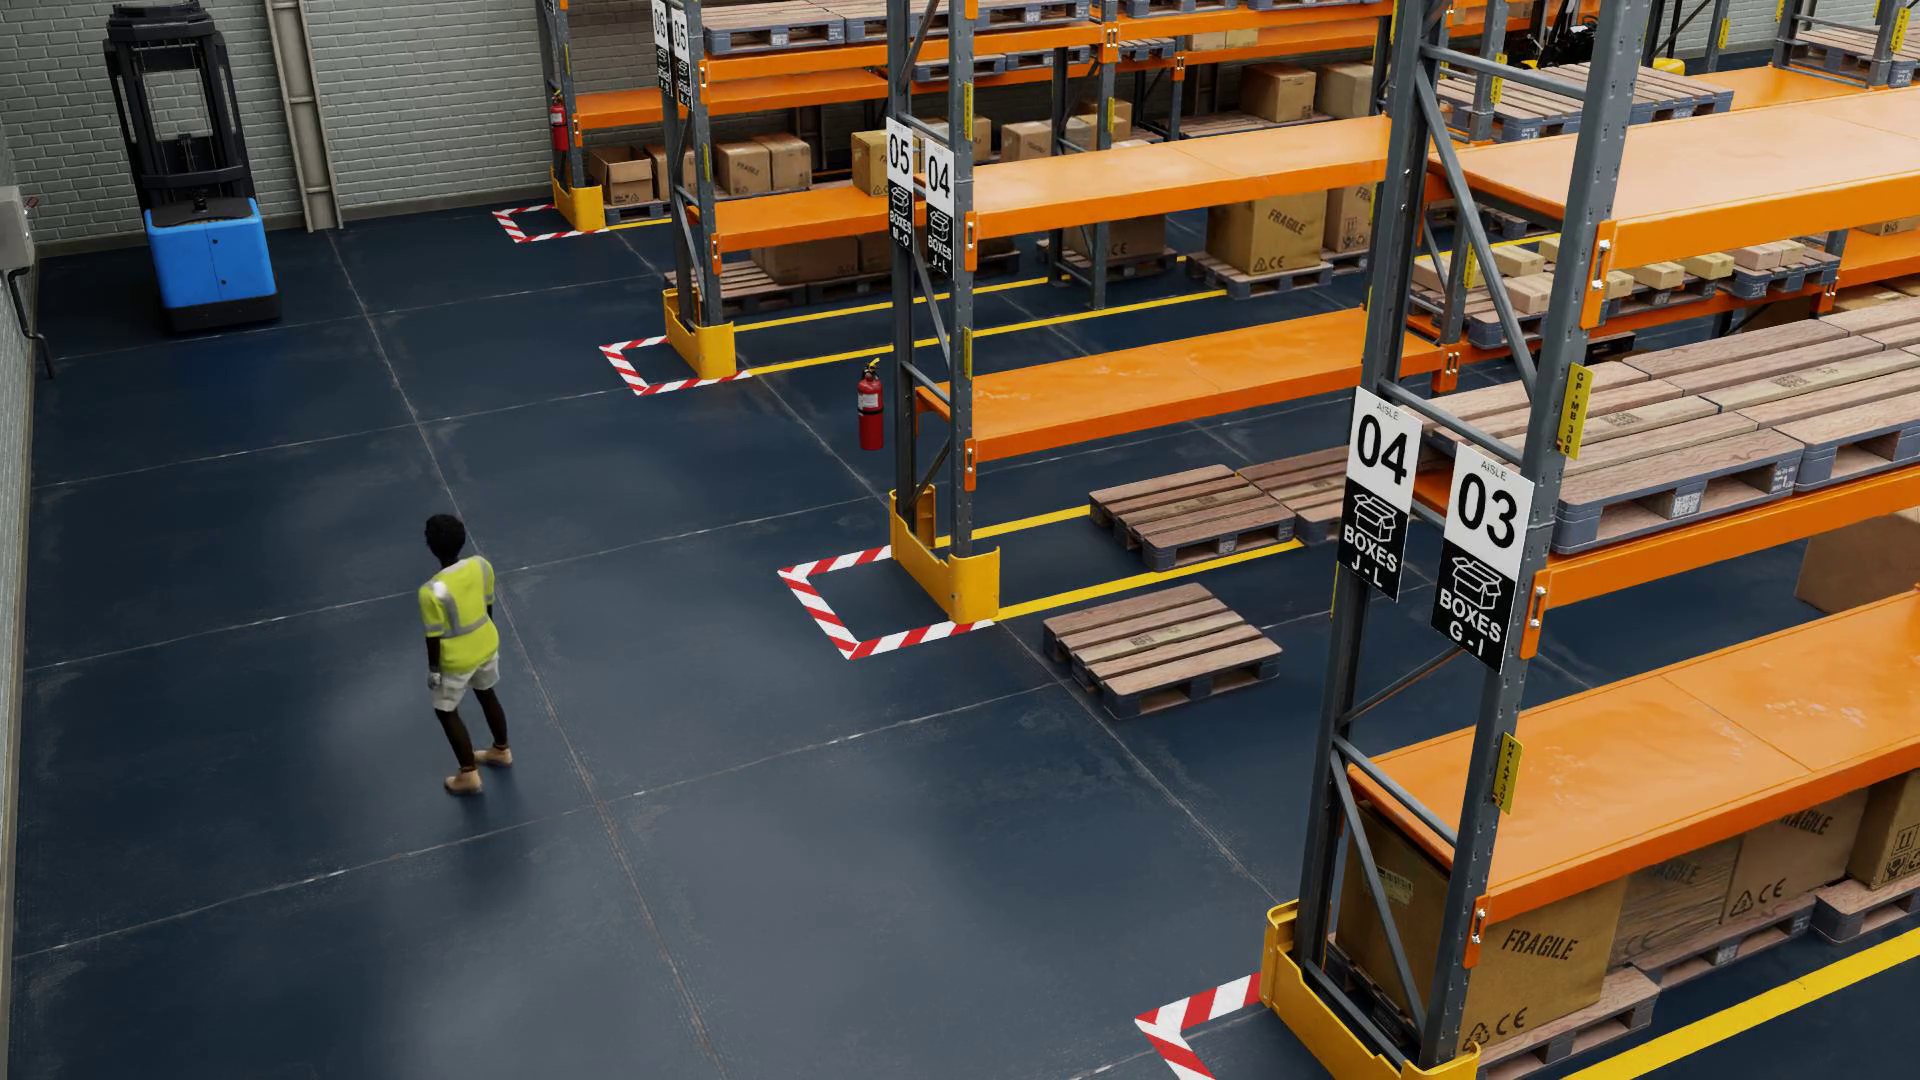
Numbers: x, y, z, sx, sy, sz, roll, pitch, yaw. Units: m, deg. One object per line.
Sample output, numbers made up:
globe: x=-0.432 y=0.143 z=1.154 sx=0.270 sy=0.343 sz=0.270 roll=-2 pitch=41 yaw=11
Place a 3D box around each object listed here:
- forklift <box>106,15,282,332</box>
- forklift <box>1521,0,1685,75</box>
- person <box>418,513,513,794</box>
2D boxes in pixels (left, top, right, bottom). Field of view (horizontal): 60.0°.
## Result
forklift: x=-7.548 y=-3.672 z=16.323 sx=1.129 sy=2.768 sz=1.873 roll=-12 pitch=30 yaw=-22
forklift: x=8.950 y=-6.807 z=23.056 sx=1.214 sy=2.155 sz=2.313 roll=-12 pitch=30 yaw=-22
person: x=-2.780 y=0.633 z=9.347 sx=0.322 sy=1.681 sz=0.541 roll=13 pitch=30 yaw=23
